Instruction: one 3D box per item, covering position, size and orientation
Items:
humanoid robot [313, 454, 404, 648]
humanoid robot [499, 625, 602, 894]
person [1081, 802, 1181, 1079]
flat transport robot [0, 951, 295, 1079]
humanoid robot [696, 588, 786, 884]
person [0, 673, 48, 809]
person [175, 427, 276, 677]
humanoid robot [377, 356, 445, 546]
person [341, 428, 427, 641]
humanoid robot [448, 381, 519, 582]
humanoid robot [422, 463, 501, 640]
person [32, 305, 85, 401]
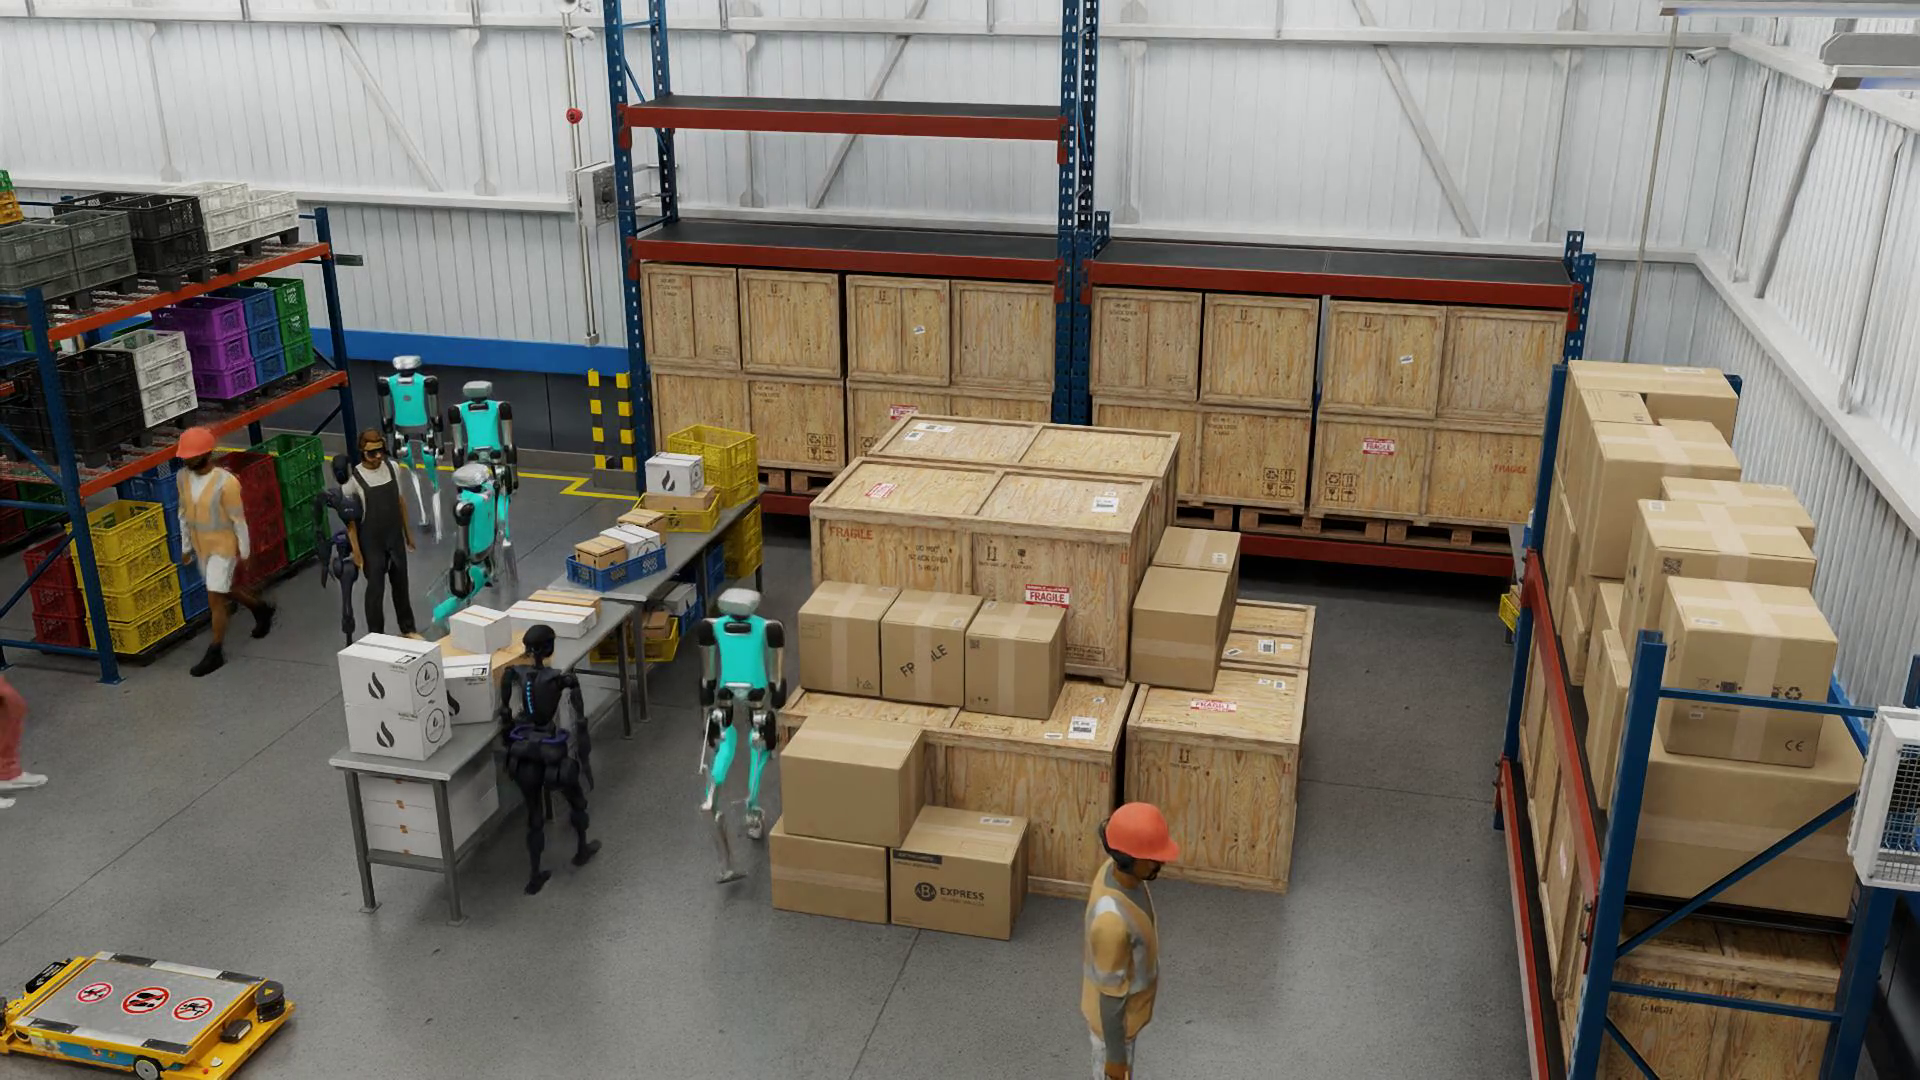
[{"bbox_3d":[-4.579,0.144,12.695,0.609,1.653,0.401,-7,22,-17],"label":"humanoid robot"},{"bbox_3d":[-2.438,1.248,9.831,0.588,1.641,0.597,5,21,12],"label":"humanoid robot"},{"bbox_3d":[0.725,2.042,7.224,0.389,2.039,0.613,4,21,9],"label":"person"},{"bbox_3d":[-4.270,2.464,8.601,1.431,0.231,0.659,5,22,13],"label":"flat transport robot"},{"bbox_3d":[-1.335,1.232,9.824,0.548,1.736,1.033,2,21,6],"label":"humanoid robot"},{"bbox_3d":[-6.217,0.854,10.572,0.645,1.873,0.610,-9,23,-22],"label":"person"},{"bbox_3d":[-5.659,0.018,12.714,0.555,1.911,0.876,9,23,22],"label":"person"},{"bbox_3d":[-4.979,-0.868,15.292,0.538,1.798,0.836,-3,21,-9],"label":"humanoid robot"},{"bbox_3d":[-4.461,0.015,12.816,0.335,1.838,0.508,13,25,31],"label":"person"},{"bbox_3d":[-4.005,-0.392,14.059,0.536,1.787,0.825,-4,21,-11],"label":"humanoid robot"},{"bbox_3d":[-3.752,0.280,12.288,0.830,1.797,0.592,4,21,11],"label":"humanoid robot"},{"bbox_3d":[-9.753,-1.962,17.987,0.564,1.836,0.387,-6,22,-16],"label":"person"}]
